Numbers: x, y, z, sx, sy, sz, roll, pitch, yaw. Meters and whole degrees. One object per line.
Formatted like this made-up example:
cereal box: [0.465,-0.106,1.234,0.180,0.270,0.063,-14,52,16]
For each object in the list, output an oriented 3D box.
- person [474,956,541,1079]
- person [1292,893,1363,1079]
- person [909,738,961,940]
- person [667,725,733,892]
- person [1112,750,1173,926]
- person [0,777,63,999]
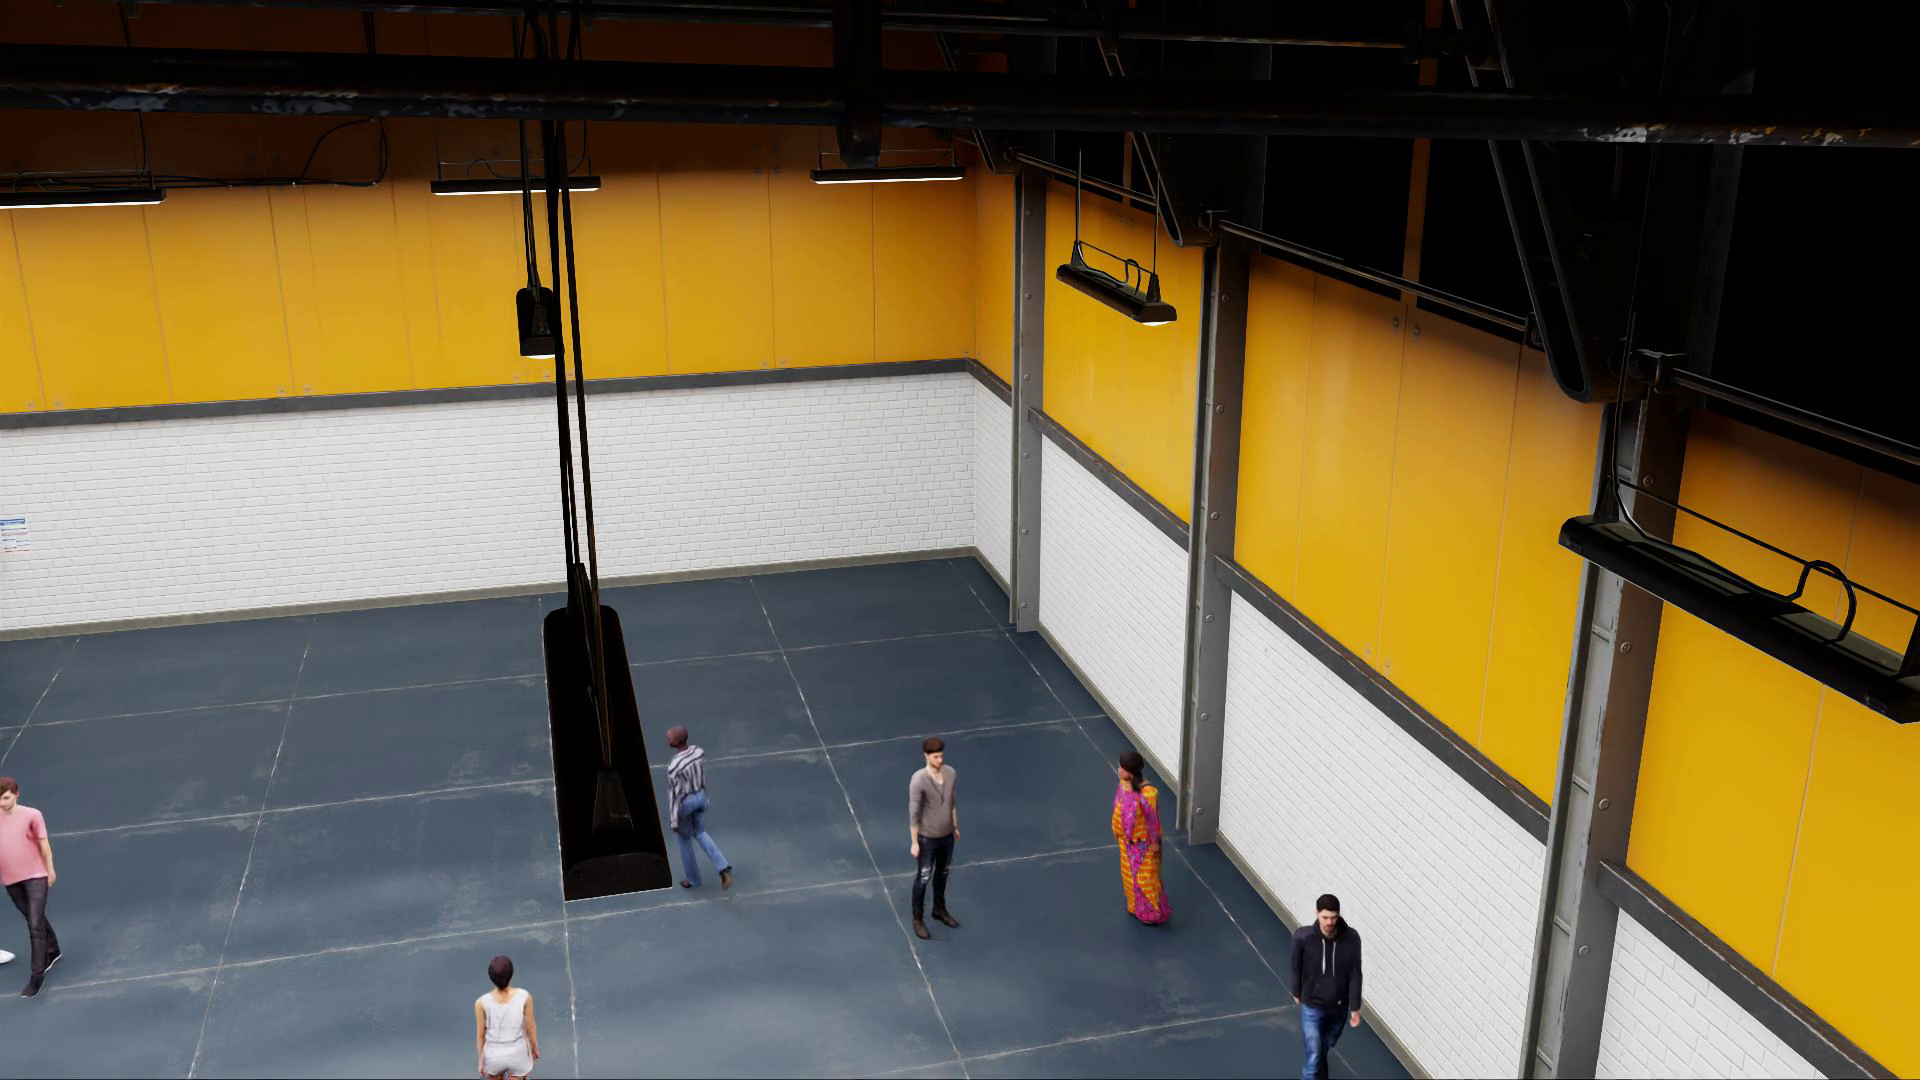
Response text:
person: [-3.312,3.806,12.155,0.585,1.598,0.600,-4,19,-13]
person: [2.792,3.484,12.718,0.928,1.850,1.290,1,19,2]
person: [-0.241,2.659,15.086,0.770,1.903,0.723,-14,23,-37]
person: [-2.454,2.562,15.587,1.047,1.766,0.970,12,22,33]
person: [1.684,2.720,15.318,0.929,1.638,0.725,-15,24,-38]
person: [-8.041,2.877,14.403,0.780,1.925,1.113,0,19,-1]
